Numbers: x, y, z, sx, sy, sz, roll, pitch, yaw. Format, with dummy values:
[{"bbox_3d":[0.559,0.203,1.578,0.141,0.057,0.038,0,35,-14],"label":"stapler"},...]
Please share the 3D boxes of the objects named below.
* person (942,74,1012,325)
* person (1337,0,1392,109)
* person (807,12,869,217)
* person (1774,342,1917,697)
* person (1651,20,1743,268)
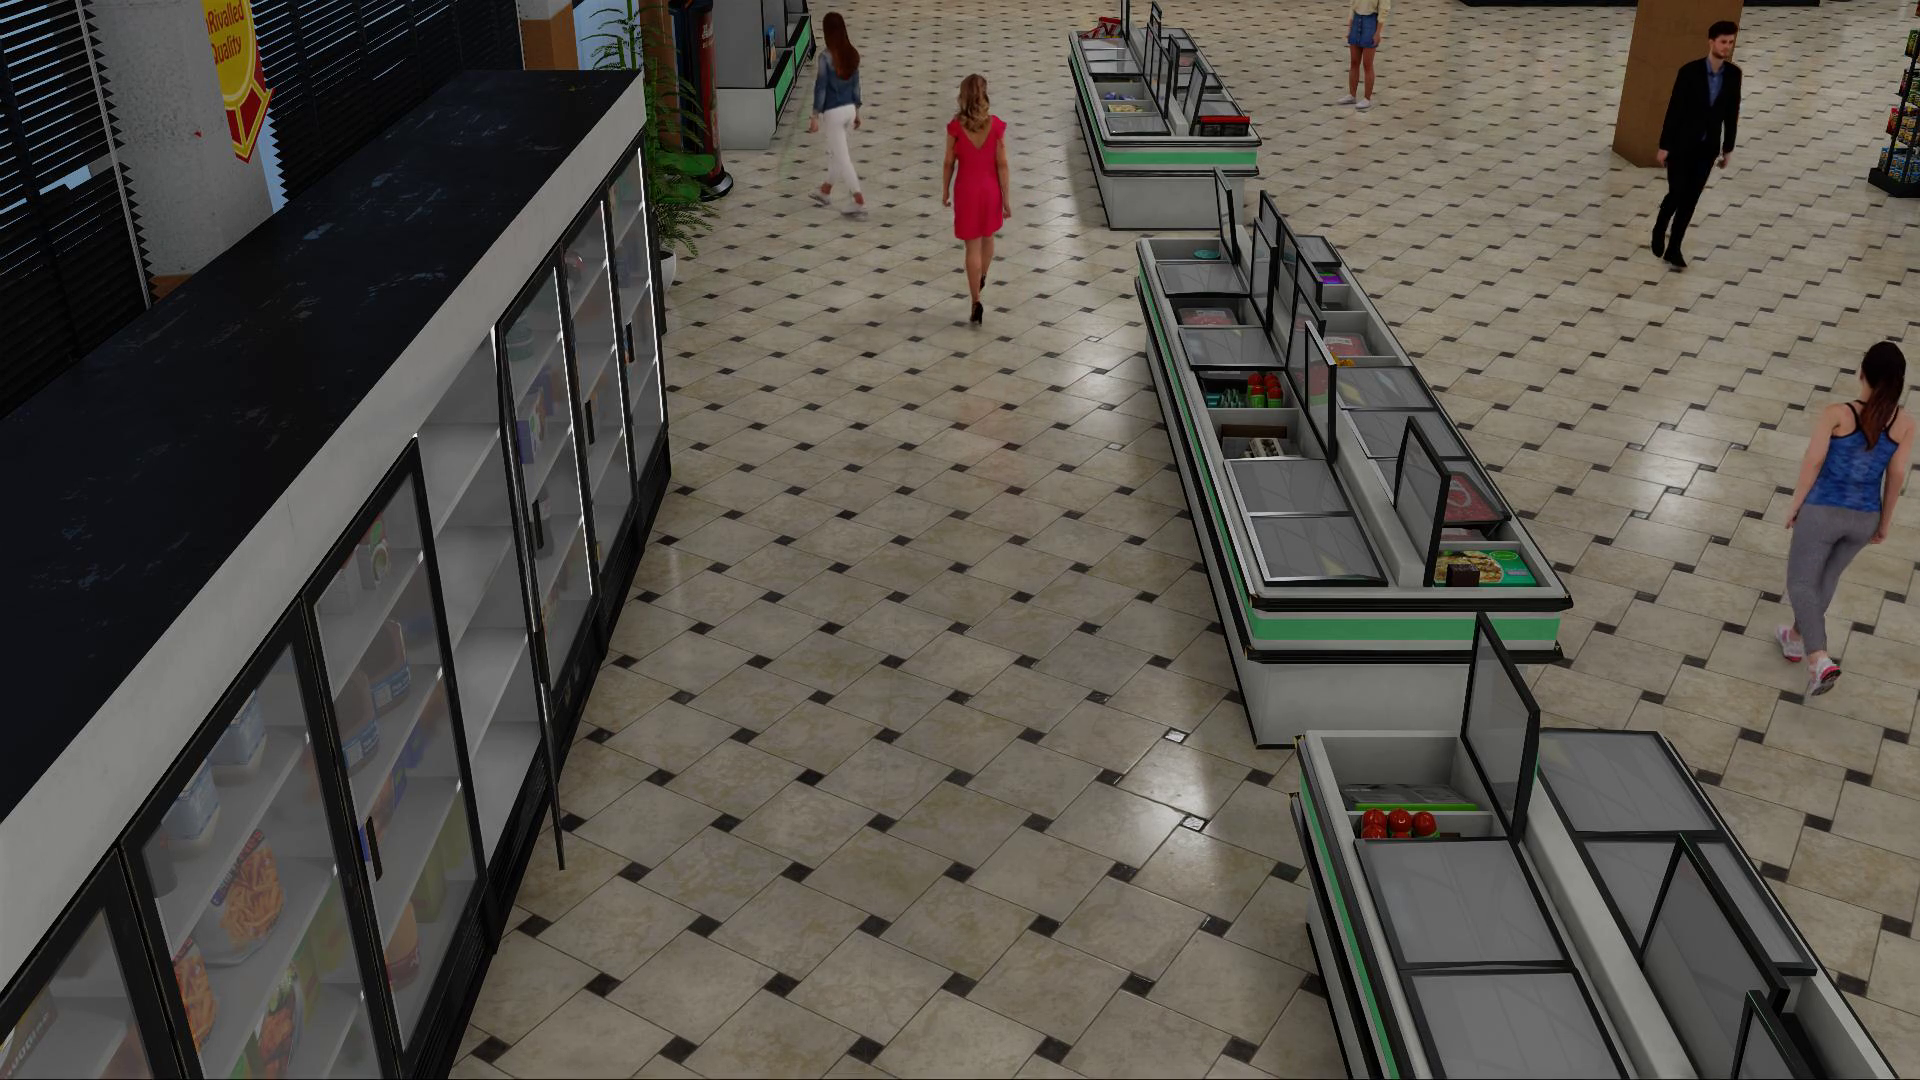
[{"bbox_3d":[0.138,-2.358,11.685,0.693,1.683,1.057,-3,27,-6],"label":"person"},{"bbox_3d":[4.390,-5.517,17.971,0.787,1.632,0.698,-19,32,-32],"label":"person"},{"bbox_3d":[-0.974,-3.555,14.067,1.055,1.664,1.062,19,32,32],"label":"person"},{"bbox_3d":[3.848,-0.066,7.268,0.652,1.590,1.024,4,27,7],"label":"person"},{"bbox_3d":[5.648,-3.075,12.884,0.702,1.877,0.685,0,27,-1],"label":"person"}]
